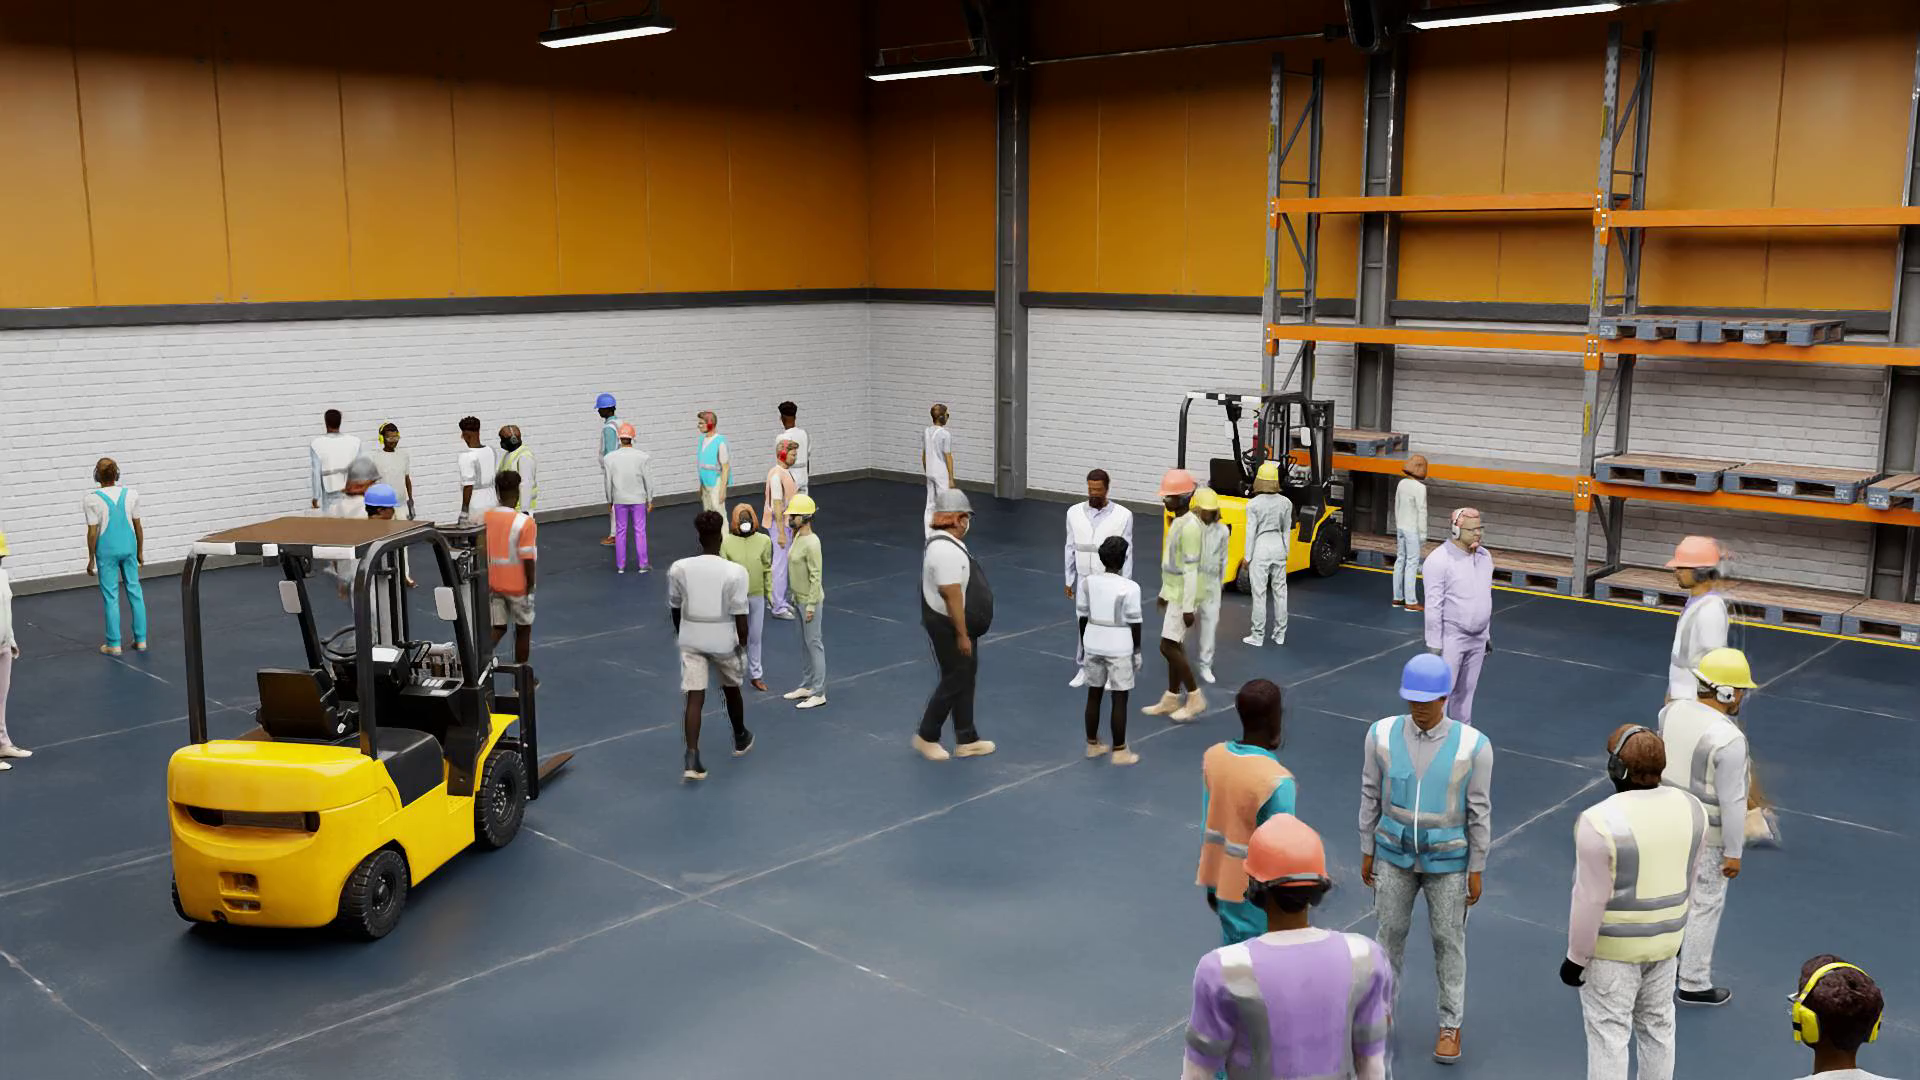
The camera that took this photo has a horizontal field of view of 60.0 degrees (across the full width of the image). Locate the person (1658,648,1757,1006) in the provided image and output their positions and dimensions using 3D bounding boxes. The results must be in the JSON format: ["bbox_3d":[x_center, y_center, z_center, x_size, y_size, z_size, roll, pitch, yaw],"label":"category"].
[{"bbox_3d":[3.702,1.424,8.288,0.403,1.817,0.601,-2,10,-11],"label":"person"}]

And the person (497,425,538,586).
[{"bbox_3d":[-4.917,-0.369,18.456,0.429,1.830,0.638,-7,12,-35],"label":"person"}]

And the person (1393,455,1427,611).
[{"bbox_3d":[4.713,-0.079,17.354,0.285,1.633,0.499,-3,10,-15],"label":"person"}]

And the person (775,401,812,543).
[{"bbox_3d":[-2.004,-0.678,19.820,0.362,1.962,0.614,6,11,29],"label":"person"}]

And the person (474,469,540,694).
[{"bbox_3d":[-3.809,0.381,13.864,0.621,1.935,0.699,4,11,20],"label":"person"}]

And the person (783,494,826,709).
[{"bbox_3d":[-1.283,0.498,13.686,0.315,1.770,0.524,-4,11,-21],"label":"person"}]

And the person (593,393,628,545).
[{"bbox_3d":[-4.431,-0.901,21.173,0.416,1.939,0.604,0,10,0],"label":"person"}]

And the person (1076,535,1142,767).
[{"bbox_3d":[1.100,0.802,12.158,0.540,1.695,0.317,8,13,37],"label":"person"}]

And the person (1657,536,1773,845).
[{"bbox_3d":[4.645,0.956,10.466,1.066,1.992,0.629,4,11,21],"label":"person"}]

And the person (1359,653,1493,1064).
[{"bbox_3d":[2.144,1.462,7.730,0.603,1.938,0.424,5,11,28],"label":"person"}]

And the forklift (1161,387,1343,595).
[{"bbox_3d":[3.298,-0.608,18.767,1.214,2.155,2.313,9,13,42],"label":"forklift"}]

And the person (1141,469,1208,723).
[{"bbox_3d":[1.705,0.444,13.239,0.446,2.037,0.617,0,10,3],"label":"person"}]

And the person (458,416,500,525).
[{"bbox_3d":[-5.251,-0.374,18.108,0.381,1.958,0.602,3,11,18],"label":"person"}]

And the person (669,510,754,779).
[{"bbox_3d":[-1.799,0.727,11.994,0.606,1.909,1.049,1,10,3],"label":"person"}]

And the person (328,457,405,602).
[{"bbox_3d":[-5.051,0.296,14.059,0.683,2.000,0.783,6,12,30],"label":"person"}]

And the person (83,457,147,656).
[{"bbox_3d":[-7.845,0.149,15.447,0.343,1.847,0.506,9,13,41],"label":"person"}]

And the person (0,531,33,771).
[{"bbox_3d":[-7.019,0.782,12.101,0.337,1.759,0.525,0,10,-1],"label":"person"}]

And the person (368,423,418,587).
[{"bbox_3d":[-6.268,-0.372,18.392,0.328,1.862,0.505,9,13,42],"label":"person"}]

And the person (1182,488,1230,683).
[{"bbox_3d":[2.091,0.368,14.577,0.492,1.722,0.629,-2,10,-10],"label":"person"}]

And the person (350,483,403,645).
[{"bbox_3d":[-4.579,0.514,13.130,0.422,1.937,0.615,-9,13,-42],"label":"person"}]

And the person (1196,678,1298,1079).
[{"bbox_3d":[1.265,1.568,7.270,0.374,1.895,0.708,-4,11,-21],"label":"person"}]

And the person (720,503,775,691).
[{"bbox_3d":[-1.822,0.492,14.101,0.507,1.631,0.266,-4,11,-24],"label":"person"}]

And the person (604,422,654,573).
[{"bbox_3d":[-3.840,-0.490,19.340,0.563,1.755,0.320,0,10,-1],"label":"person"}]

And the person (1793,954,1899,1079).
[{"bbox_3d":[2.347,2.053,4.582,0.510,1.861,0.324,-2,10,-11],"label":"person"}]

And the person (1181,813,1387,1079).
[{"bbox_3d":[0.974,1.835,5.350,0.637,2.018,0.824,-3,10,-14],"label":"person"}]

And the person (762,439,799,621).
[{"bbox_3d":[-1.815,-0.110,16.944,0.388,1.840,0.563,0,10,1],"label":"person"}]

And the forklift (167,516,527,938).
[{"bbox_3d":[-3.583,0.976,9.748,1.214,2.155,2.313,2,10,11],"label":"forklift"}]

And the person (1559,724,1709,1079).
[{"bbox_3d":[2.742,1.658,6.869,0.619,1.845,0.430,-4,11,-21],"label":"person"}]

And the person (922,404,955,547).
[{"bbox_3d":[-0.257,-0.776,20.718,0.345,1.846,0.507,-10,14,-44],"label":"person"}]

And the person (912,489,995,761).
[{"bbox_3d":[-0.059,0.617,12.229,0.619,2.000,0.783,0,10,1],"label":"person"}]

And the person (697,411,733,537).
[{"bbox_3d":[-2.933,-0.626,19.876,0.391,1.841,0.564,-8,13,-37],"label":"person"}]

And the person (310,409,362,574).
[{"bbox_3d":[-7.208,-0.562,19.300,0.596,1.914,0.373,-8,13,-39],"label":"person"}]

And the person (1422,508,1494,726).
[{"bbox_3d":[3.645,0.709,12.093,0.647,1.908,0.409,-7,12,-33],"label":"person"}]

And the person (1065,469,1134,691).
[{"bbox_3d":[1.193,0.331,14.237,0.590,1.912,0.387,4,11,22],"label":"person"}]

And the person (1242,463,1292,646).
[{"bbox_3d":[2.910,0.137,15.812,0.483,1.745,0.299,-3,10,-18],"label":"person"}]
